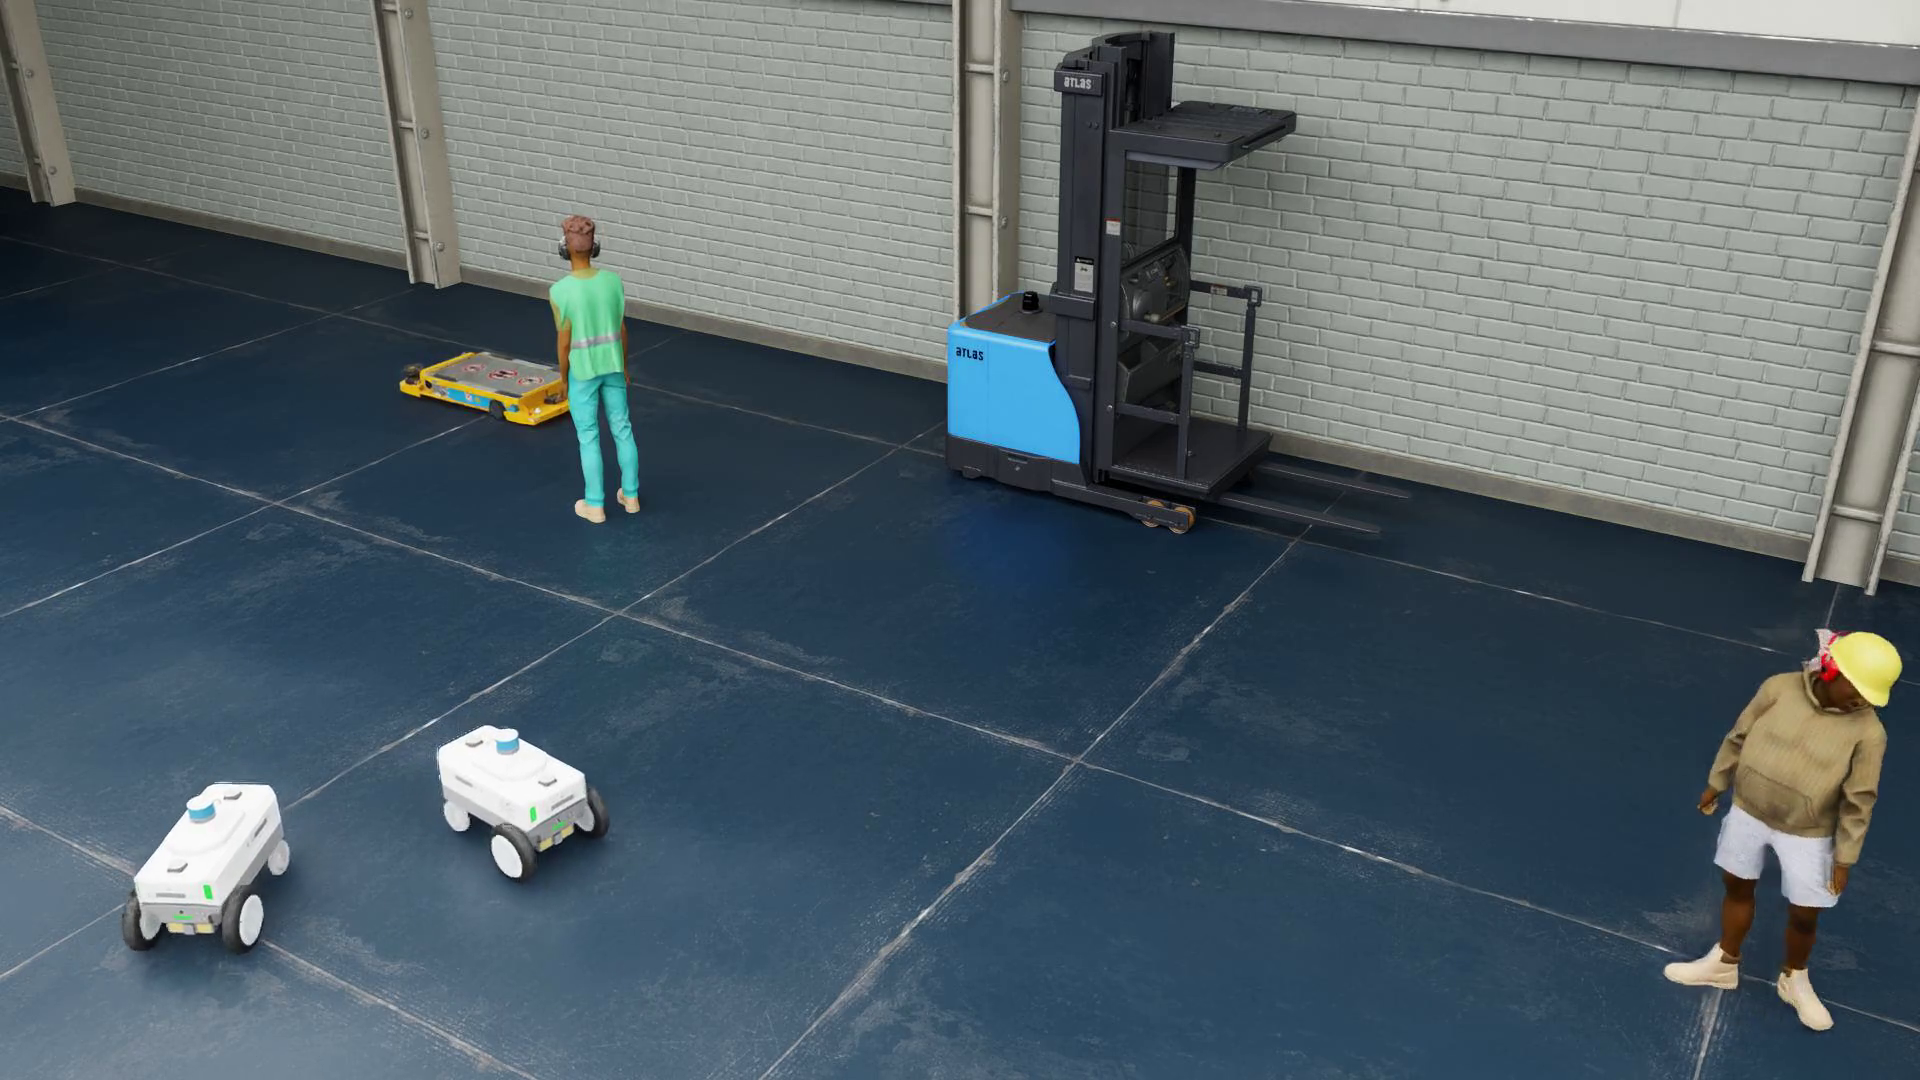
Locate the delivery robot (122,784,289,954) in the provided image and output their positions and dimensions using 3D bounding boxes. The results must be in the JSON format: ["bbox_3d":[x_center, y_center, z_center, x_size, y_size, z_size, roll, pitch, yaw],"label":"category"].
[{"bbox_3d":[-3.165,1.378,7.024,0.499,0.608,0.793,1,25,2],"label":"delivery robot"}]

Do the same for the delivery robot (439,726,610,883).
[{"bbox_3d":[-2.002,1.148,7.514,0.814,0.611,0.499,18,31,34],"label":"delivery robot"}]

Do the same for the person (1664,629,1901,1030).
[{"bbox_3d":[3.151,1.060,6.321,0.366,1.724,0.637,-20,32,-36],"label":"person"}]

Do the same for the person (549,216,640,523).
[{"bbox_3d":[-2.307,-1.061,10.508,0.484,1.978,0.402,-16,30,-31],"label":"person"}]

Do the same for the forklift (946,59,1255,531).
[{"bbox_3d":[0.933,-1.707,10.833,1.873,2.768,1.129,15,29,28],"label":"forklift"}]

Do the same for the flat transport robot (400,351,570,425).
[{"bbox_3d":[-3.555,-1.180,12.754,1.431,0.231,0.659,15,29,28],"label":"flat transport robot"}]
